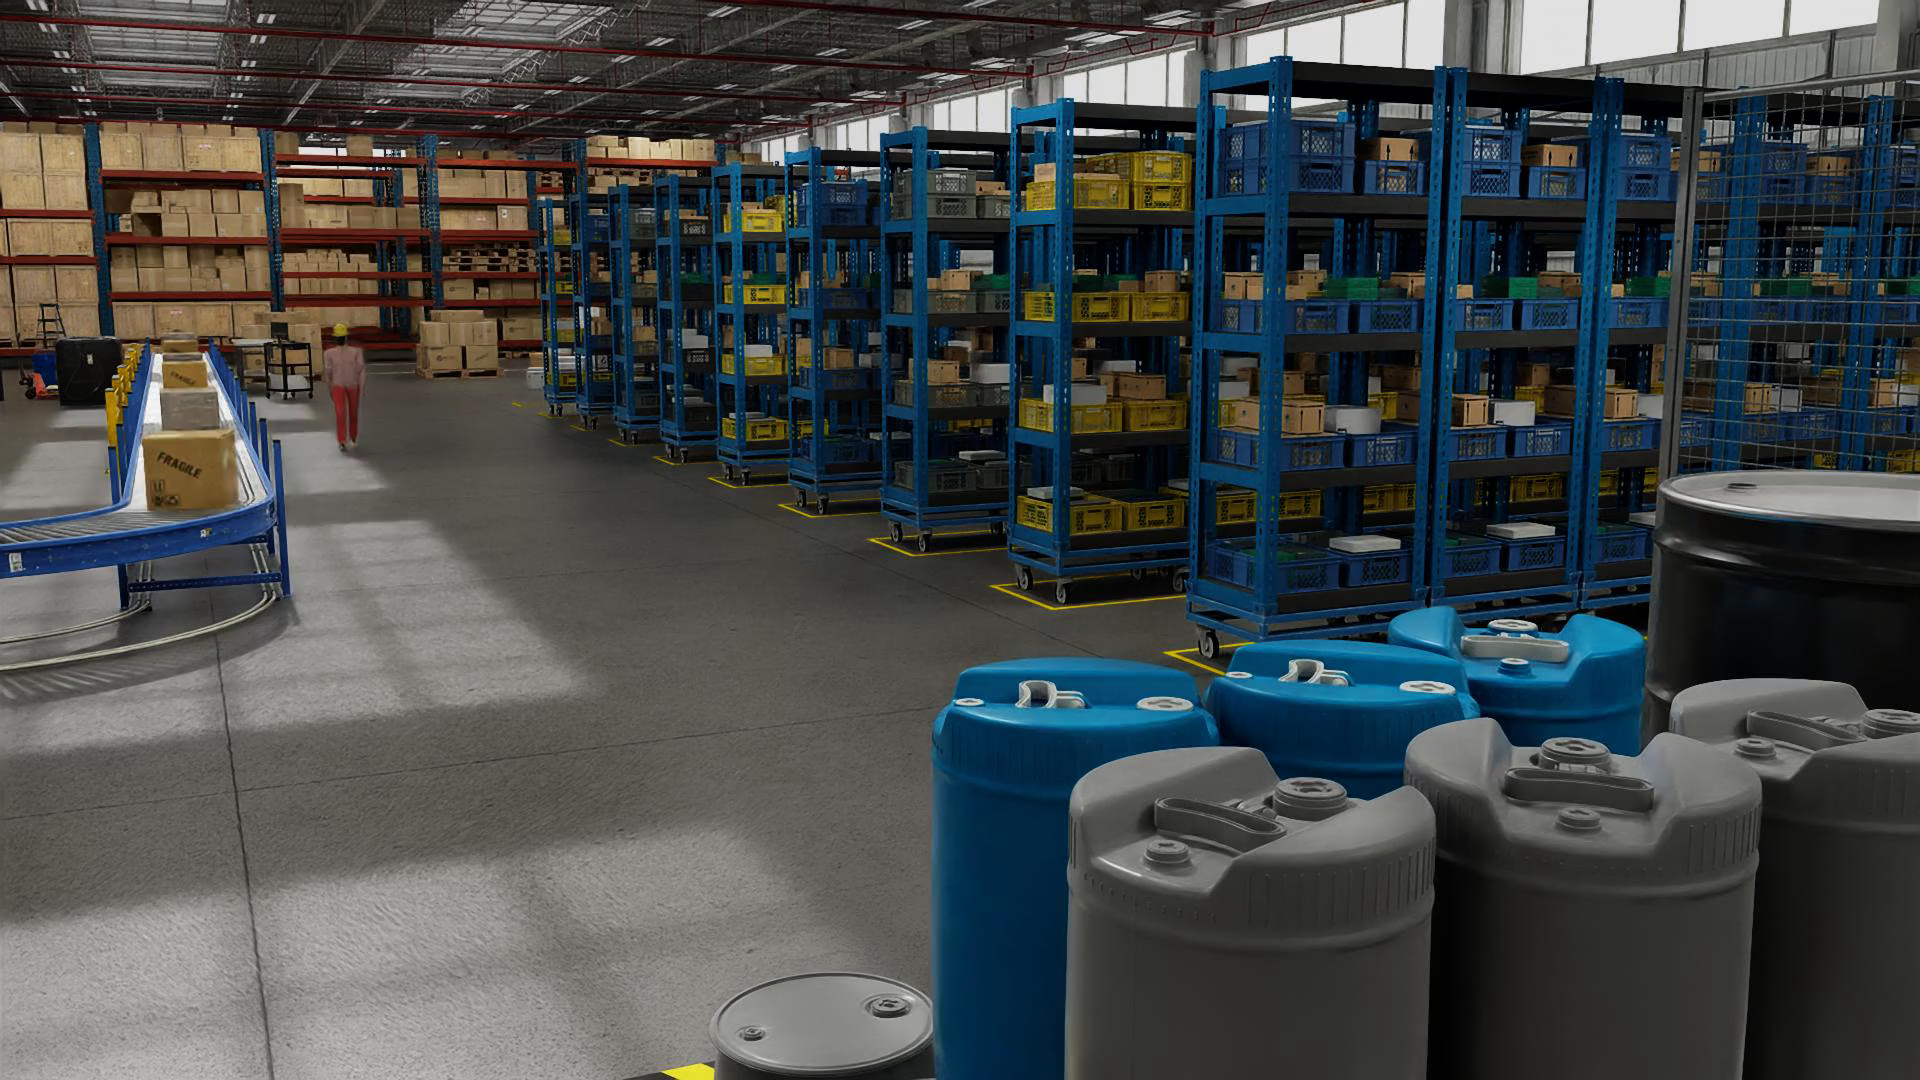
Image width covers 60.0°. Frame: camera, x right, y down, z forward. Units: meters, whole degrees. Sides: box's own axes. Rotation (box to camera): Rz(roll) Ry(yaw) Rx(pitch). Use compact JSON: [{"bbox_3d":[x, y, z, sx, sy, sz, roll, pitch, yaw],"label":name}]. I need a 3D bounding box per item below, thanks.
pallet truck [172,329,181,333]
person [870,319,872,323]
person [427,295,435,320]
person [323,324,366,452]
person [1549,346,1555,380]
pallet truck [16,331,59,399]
[{"bbox_3d":[-17.275,-3.851,35.096,1.601,1.201,0.680,0,9,1],"label":"pallet truck"},{"bbox_3d":[-2.835,-6.870,52.185,0.324,1.753,0.573,2,9,14],"label":"person"},{"bbox_3d":[-15.889,-6.514,49.991,0.367,1.744,0.540,-3,10,-18],"label":"person"},{"bbox_3d":[-8.367,-2.086,22.658,0.522,1.717,0.947,-4,10,-21],"label":"person"},{"bbox_3d":[7.826,-2.196,22.749,0.708,1.883,1.081,-2,9,-15],"label":"person"},{"bbox_3d":[-17.082,-3.353,31.781,1.630,1.274,0.653,-4,10,-25],"label":"pallet truck"}]
